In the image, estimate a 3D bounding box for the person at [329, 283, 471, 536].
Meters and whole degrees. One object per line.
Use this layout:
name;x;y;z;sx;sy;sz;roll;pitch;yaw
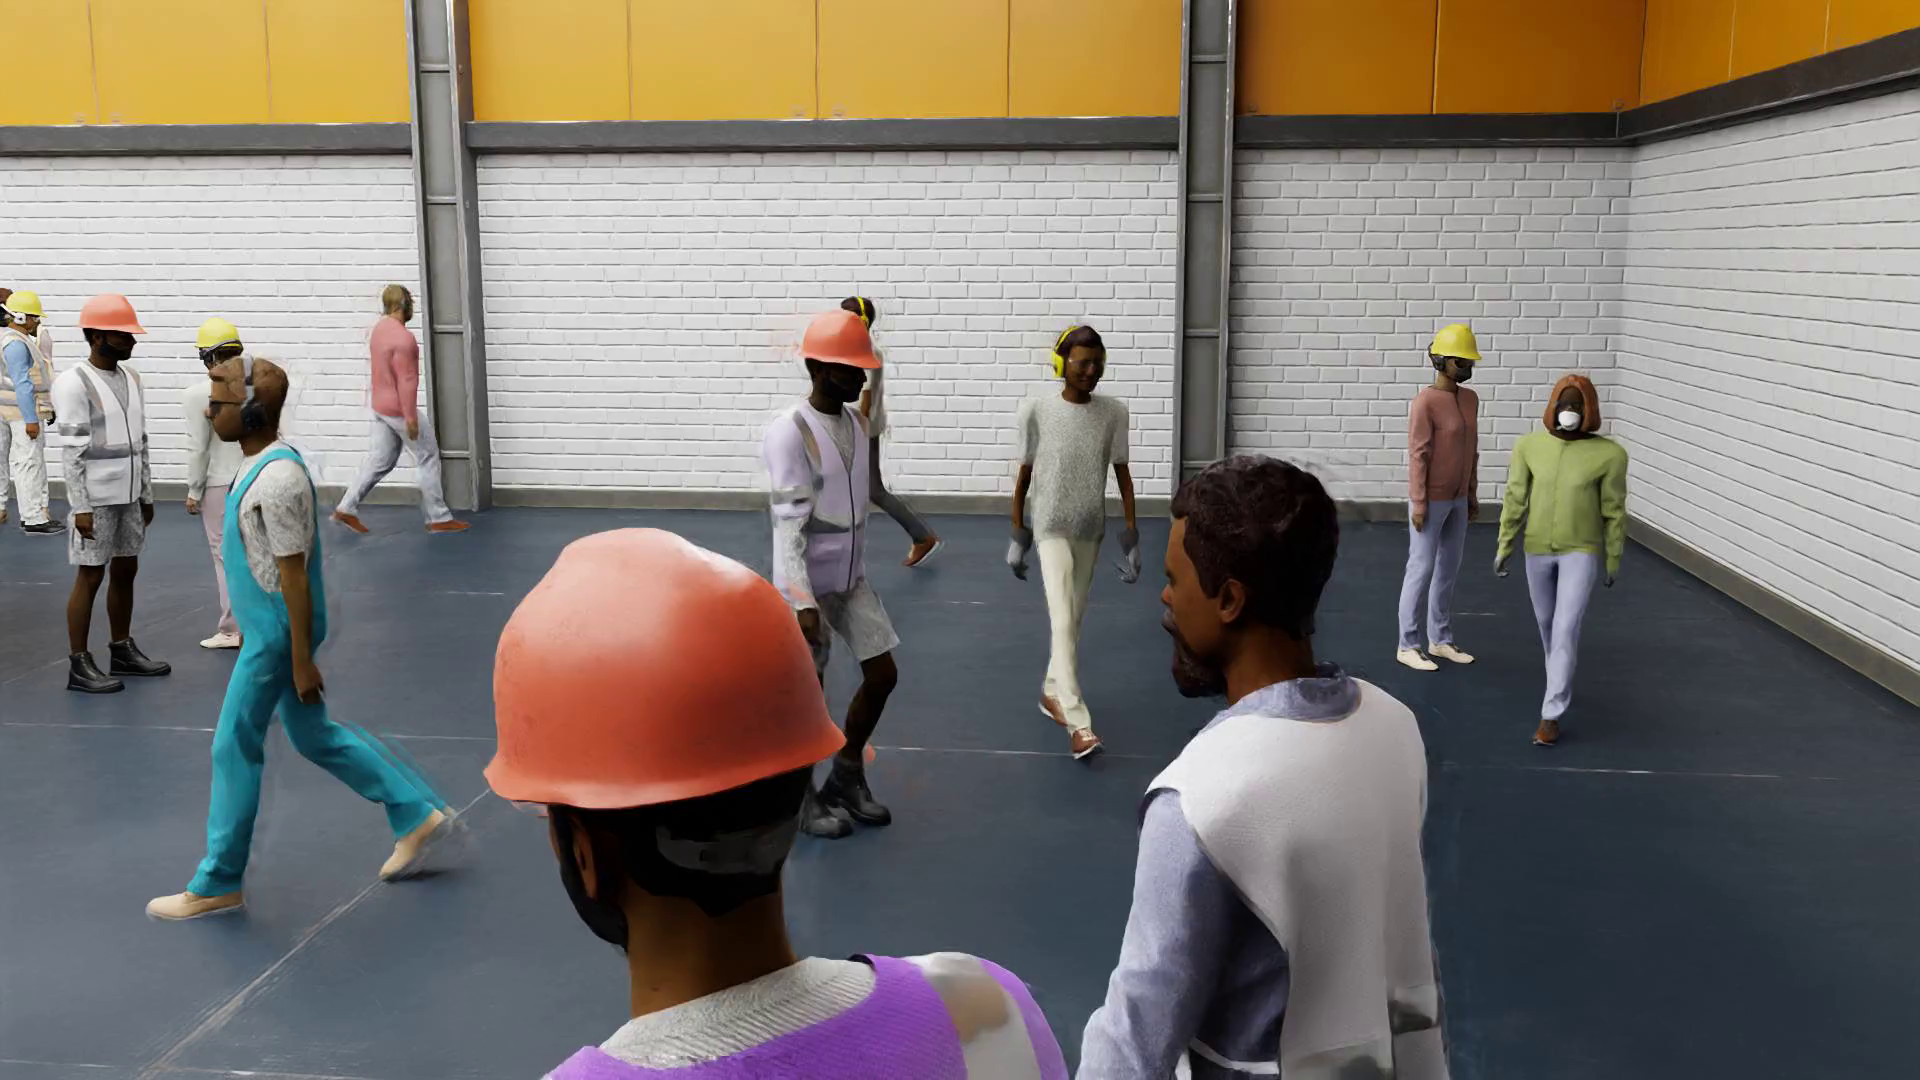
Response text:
person;-4.210;-0.955;12.332;0.945;1.899;0.639;-7;12;-35

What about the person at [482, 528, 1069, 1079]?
person;-0.249;0.933;1.406;0.576;1.919;0.686;-7;12;-36

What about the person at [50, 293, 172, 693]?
person;-4.099;-0.225;8.062;0.429;1.924;0.557;2;10;12

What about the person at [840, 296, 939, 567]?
person;-0.610;-0.706;11.081;0.928;1.832;0.535;-2;10;-11

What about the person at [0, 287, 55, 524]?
person;-7.389;-1.041;12.961;0.621;1.838;0.429;-4;11;-21

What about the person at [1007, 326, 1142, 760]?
person;0.508;-0.008;7.134;0.519;1.809;1.004;-3;10;-17

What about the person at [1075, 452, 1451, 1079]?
person;0.393;0.825;2.198;1.016;1.864;0.596;6;12;31

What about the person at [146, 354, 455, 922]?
person;-2.149;0.301;5.372;0.920;1.817;0.523;-4;11;-22

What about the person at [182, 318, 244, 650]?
person;-3.908;-0.298;8.904;0.311;1.769;0.525;5;11;26

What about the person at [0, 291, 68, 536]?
person;-6.954;-0.943;12.437;0.403;1.823;0.587;-6;12;-32

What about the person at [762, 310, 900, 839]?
person;-0.454;0.147;5.946;0.513;1.916;0.551;7;12;36

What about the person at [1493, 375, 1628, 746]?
person;2.683;0.053;7.405;0.501;1.593;0.862;7;12;37

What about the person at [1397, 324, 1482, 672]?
person;2.460;-0.212;8.441;0.517;1.757;0.335;-9;13;-41
